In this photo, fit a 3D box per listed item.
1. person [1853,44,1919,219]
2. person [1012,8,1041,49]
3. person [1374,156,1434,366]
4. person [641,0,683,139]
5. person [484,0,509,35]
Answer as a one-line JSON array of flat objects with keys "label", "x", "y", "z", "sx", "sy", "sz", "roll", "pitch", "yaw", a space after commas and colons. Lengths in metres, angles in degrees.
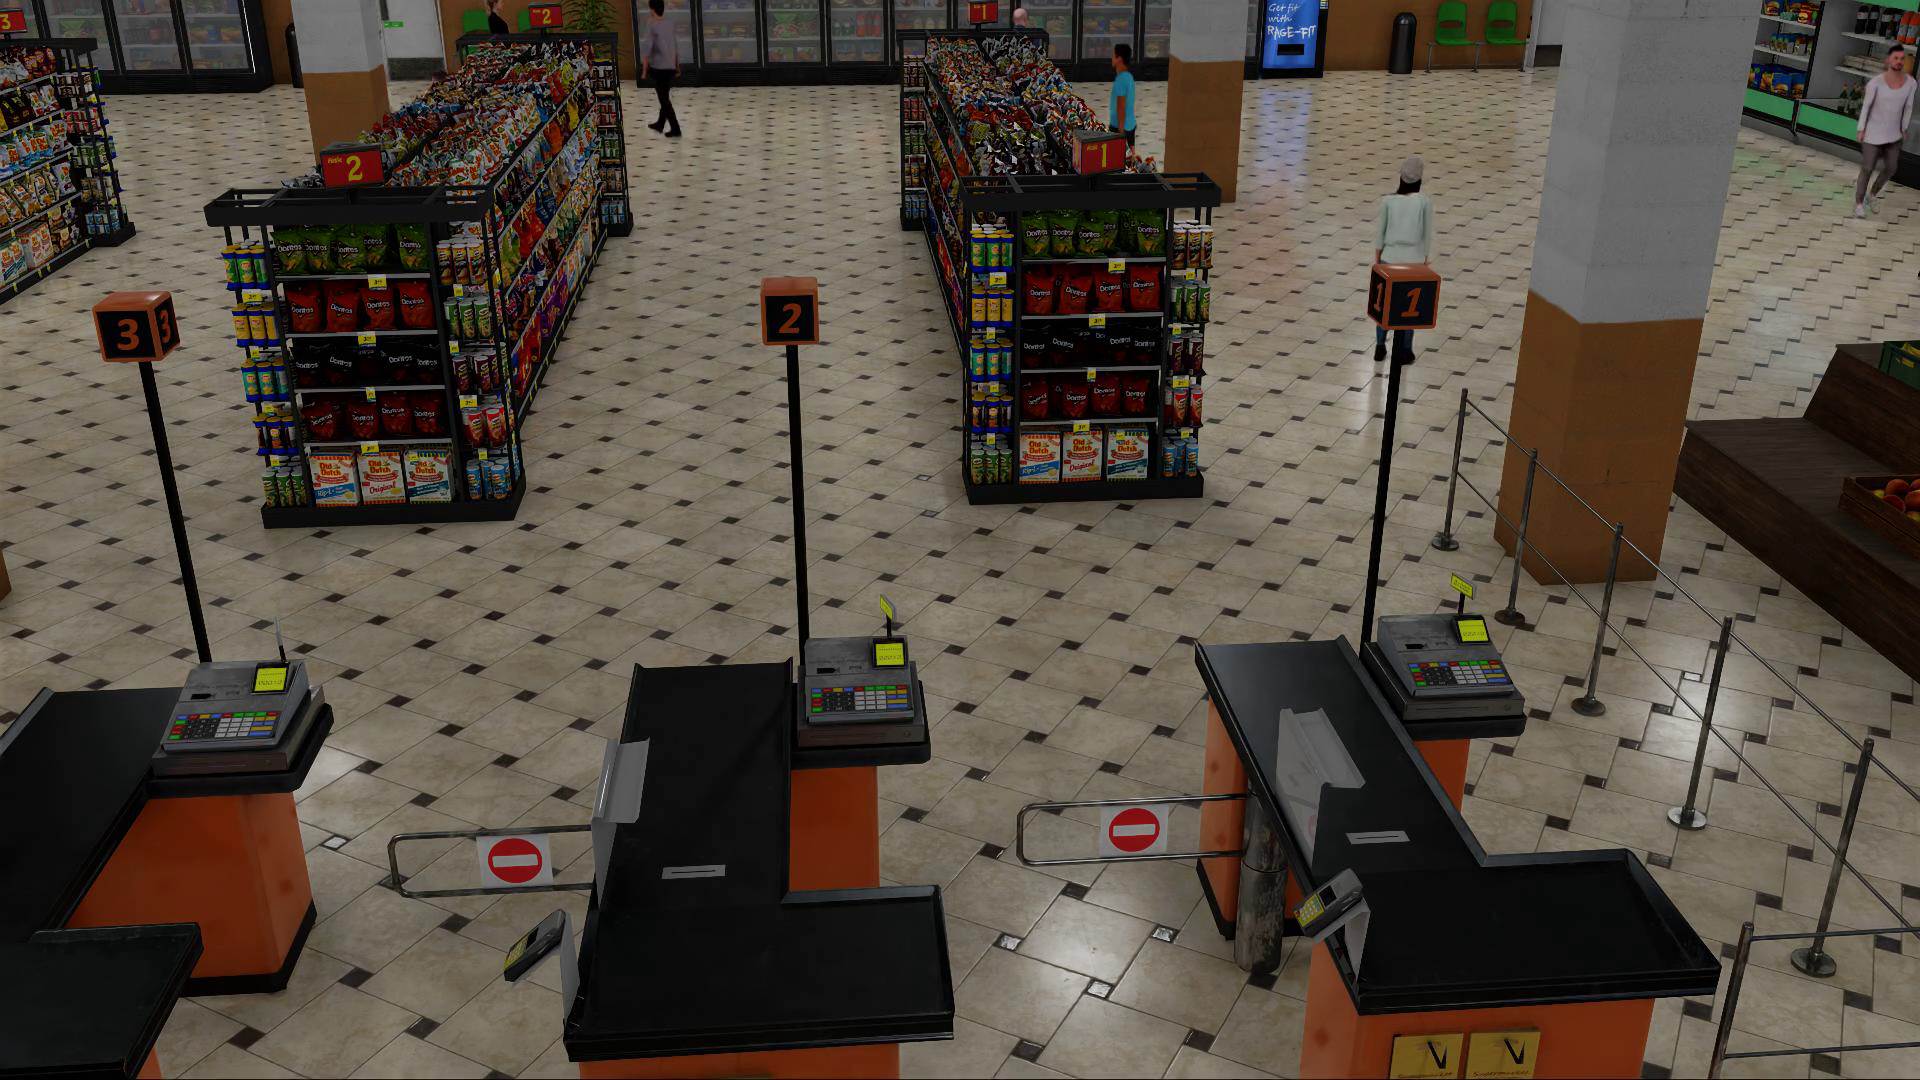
[{"label": "person", "x": 9.917, "y": -4.406, "z": 17.934, "sx": 0.750, "sy": 1.829, "sz": 0.733, "roll": 3, "pitch": 24, "yaw": 6}, {"label": "person", "x": 0.765, "y": -5.775, "z": 21.165, "sx": 0.772, "sy": 1.747, "sz": 0.691, "roll": 4, "pitch": 24, "yaw": 10}, {"label": "person", "x": 3.502, "y": -2.221, "z": 13.169, "sx": 0.644, "sy": 1.646, "sz": 0.653, "roll": 11, "pitch": 26, "yaw": 23}, {"label": "person", "x": -3.930, "y": -6.293, "z": 22.265, "sx": 1.101, "sy": 1.813, "sz": 1.065, "roll": 17, "pitch": 29, "yaw": 33}, {"label": "person", "x": -6.637, "y": -6.953, "z": 23.912, "sx": 0.722, "sy": 1.704, "sz": 0.556, "roll": -9, "pitch": 25, "yaw": -21}]
